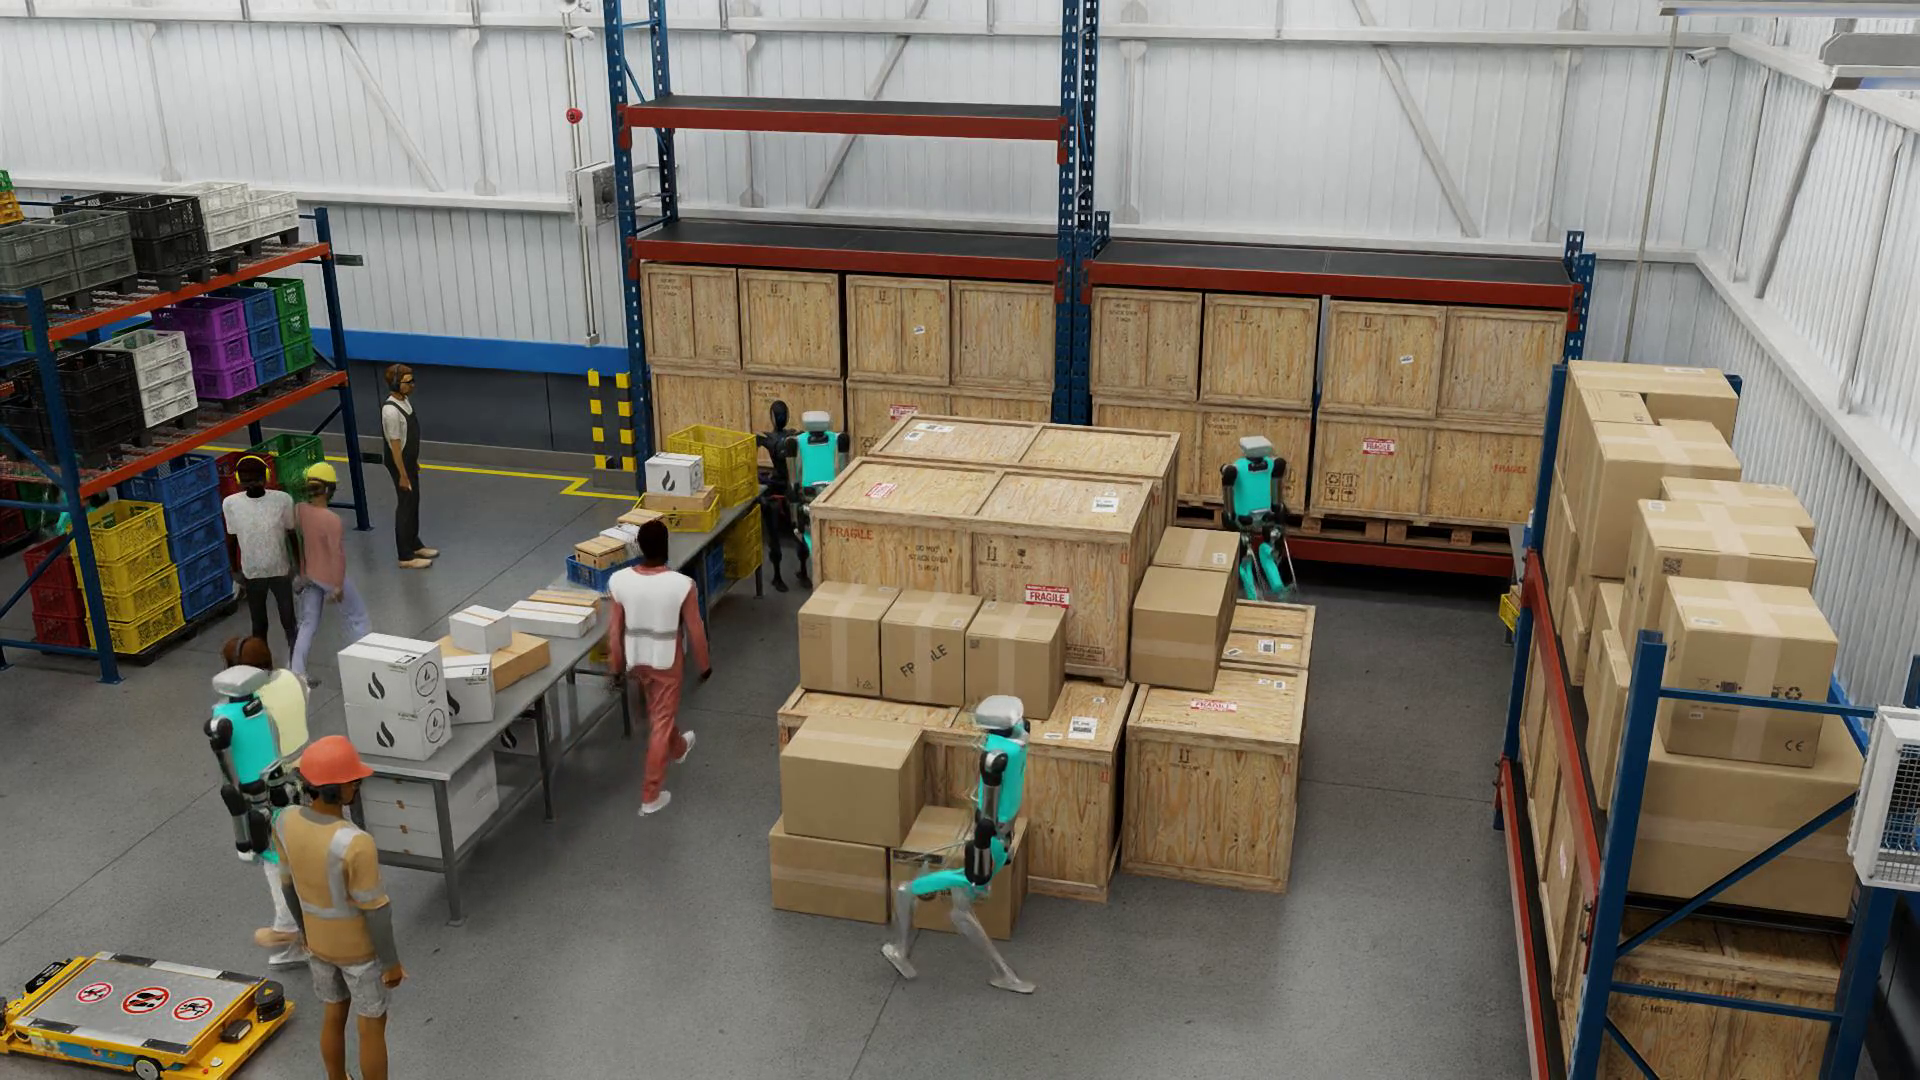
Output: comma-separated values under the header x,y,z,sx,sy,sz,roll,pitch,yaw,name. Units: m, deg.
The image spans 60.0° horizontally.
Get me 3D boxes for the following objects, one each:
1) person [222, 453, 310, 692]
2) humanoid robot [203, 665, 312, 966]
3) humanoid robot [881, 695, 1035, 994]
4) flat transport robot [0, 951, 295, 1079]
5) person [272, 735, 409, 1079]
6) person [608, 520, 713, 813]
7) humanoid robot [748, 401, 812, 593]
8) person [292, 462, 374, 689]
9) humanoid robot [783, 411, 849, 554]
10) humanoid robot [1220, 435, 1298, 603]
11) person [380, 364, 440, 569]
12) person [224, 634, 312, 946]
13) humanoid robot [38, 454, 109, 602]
x,y,z,sx,sy,sz,roll,pitch,yaw,name
-5.053,0.263,12.126,0.505,1.865,0.330,-7,22,-17,person
-3.569,1.584,8.987,0.722,1.886,0.561,3,21,7,humanoid robot
-0.077,1.610,8.824,0.994,1.775,0.530,7,22,18,humanoid robot
-4.270,2.464,8.601,1.431,0.231,0.659,5,22,13,flat transport robot
-2.835,1.843,7.749,0.613,2.037,0.384,11,24,27,person
-1.935,0.766,10.798,0.606,1.867,1.010,6,22,15,person
-1.509,-0.376,14.047,0.612,1.649,0.307,-9,23,-22,humanoid robot
-4.696,0.263,12.330,0.519,1.704,0.870,11,24,27,person
-1.075,-0.102,13.247,0.545,1.782,0.746,-5,22,-14,humanoid robot
2.336,0.191,12.621,0.550,1.878,0.820,-7,22,-19,humanoid robot
-4.842,-0.643,14.541,0.343,1.839,0.499,-3,21,-7,person
-3.815,1.378,9.254,0.432,1.834,0.625,4,21,10,person
-7.474,-0.285,13.778,0.549,1.794,0.926,5,21,13,humanoid robot
